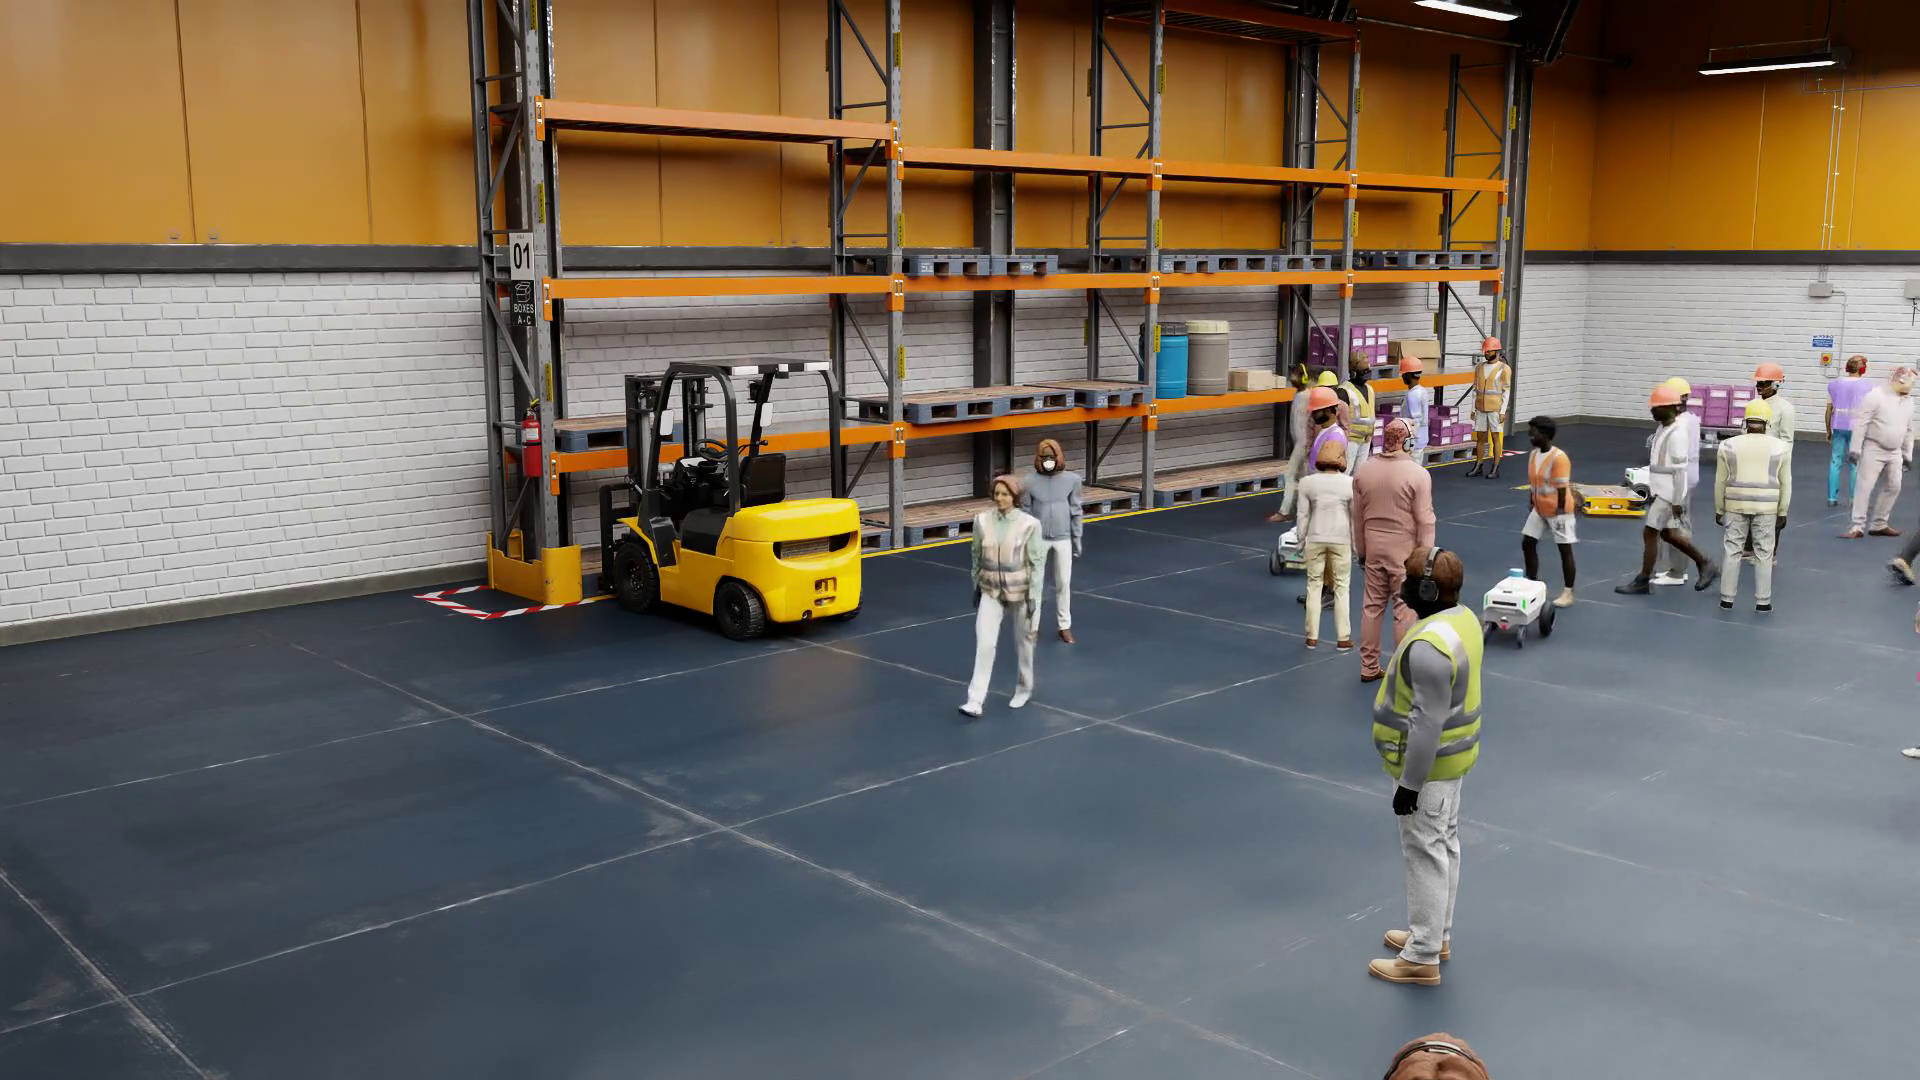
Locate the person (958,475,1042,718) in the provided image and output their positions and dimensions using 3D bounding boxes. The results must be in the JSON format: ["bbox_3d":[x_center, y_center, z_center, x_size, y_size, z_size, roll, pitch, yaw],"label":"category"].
[{"bbox_3d":[0.272,0.377,10.922,0.535,1.596,0.865,4,11,23],"label":"person"}]

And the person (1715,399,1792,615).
[{"bbox_3d":[6.724,-0.280,14.125,0.589,1.833,0.404,5,11,27],"label":"person"}]

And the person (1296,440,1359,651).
[{"bbox_3d":[2.848,0.045,12.845,0.511,1.634,0.284,4,10,21],"label":"person"}]

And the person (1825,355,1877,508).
[{"bbox_3d":[10.727,-1.304,20.079,0.393,1.846,0.564,-8,13,-40],"label":"person"}]

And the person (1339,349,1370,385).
[{"bbox_3d":[4.652,-1.290,19.731,0.354,1.937,0.635,0,10,-2],"label":"person"}]

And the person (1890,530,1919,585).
[{"bbox_3d":[9.021,-0.456,15.239,0.841,1.821,0.518,-2,10,-11],"label":"person"}]

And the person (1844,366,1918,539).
[{"bbox_3d":[9.871,-0.927,17.830,0.762,1.873,0.397,-2,10,-14],"label":"person"}]

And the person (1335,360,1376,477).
[{"bbox_3d":[4.608,-1.178,19.360,0.634,1.841,0.429,-8,13,-40],"label":"person"}]

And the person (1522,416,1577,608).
[{"bbox_3d":[5.072,-0.241,14.388,0.538,1.662,0.538,-3,10,-15],"label":"person"}]

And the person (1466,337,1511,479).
[{"bbox_3d":[7.226,-1.802,22.734,0.359,1.938,0.545,-9,13,-41],"label":"person"}]

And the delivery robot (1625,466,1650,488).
[{"bbox_3d":[8.544,-0.753,20.357,0.707,0.478,0.477,2,10,10],"label":"delivery robot"}]

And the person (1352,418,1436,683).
[{"bbox_3d":[3.076,0.093,11.723,0.407,1.910,0.639,-8,13,-40],"label":"person"}]

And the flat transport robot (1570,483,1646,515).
[{"bbox_3d":[7.740,-0.492,19.932,0.652,0.197,1.431,2,10,12],"label":"flat transport robot"}]

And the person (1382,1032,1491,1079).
[{"bbox_3d":[0.855,1.699,3.104,0.522,1.640,0.305,1,10,6],"label":"person"}]

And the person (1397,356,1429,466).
[{"bbox_3d":[5.000,-1.070,18.456,0.376,1.934,0.546,4,10,22],"label":"person"}]

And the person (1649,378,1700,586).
[{"bbox_3d":[6.600,-0.533,15.355,0.392,1.919,0.589,7,12,36],"label":"person"}]

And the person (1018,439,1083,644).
[{"bbox_3d":[0.703,0.013,13.029,0.502,1.624,0.293,-1,10,-3],"label":"person"}]

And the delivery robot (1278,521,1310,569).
[{"bbox_3d":[3.310,0.014,15.869,0.477,0.478,0.707,6,11,30],"label":"delivery robot"}]

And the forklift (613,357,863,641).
[{"bbox_3d":[-1.847,-0.414,13.852,1.214,2.155,2.313,-9,13,-42],"label":"forklift"}]

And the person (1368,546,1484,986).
[{"bbox_3d":[1.945,0.937,6.977,0.429,1.845,0.622,5,11,27],"label":"person"}]

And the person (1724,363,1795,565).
[{"bbox_3d":[7.903,-0.746,16.380,0.378,1.995,0.612,-3,10,-18],"label":"person"}]

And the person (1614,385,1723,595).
[{"bbox_3d":[6.393,-0.434,14.848,0.852,1.905,0.573,2,10,9],"label":"person"}]

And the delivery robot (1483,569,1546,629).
[{"bbox_3d":[4.403,0.471,13.189,0.477,0.478,0.707,6,11,31],"label":"delivery robot"}]

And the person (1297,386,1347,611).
[{"bbox_3d":[3.115,-0.353,14.273,0.368,1.929,0.542,0,10,2],"label":"person"}]

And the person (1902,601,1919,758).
[{"bbox_3d":[5.876,0.473,9.931,0.363,1.751,0.557,2,10,12],"label":"person"}]

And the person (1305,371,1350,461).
[{"bbox_3d":[4.078,-1.002,18.555,0.317,1.766,0.533,-9,13,-43],"label":"person"}]

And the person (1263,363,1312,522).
[{"bbox_3d":[3.945,-1.106,18.966,0.868,1.839,0.523,0,10,-2],"label":"person"}]
